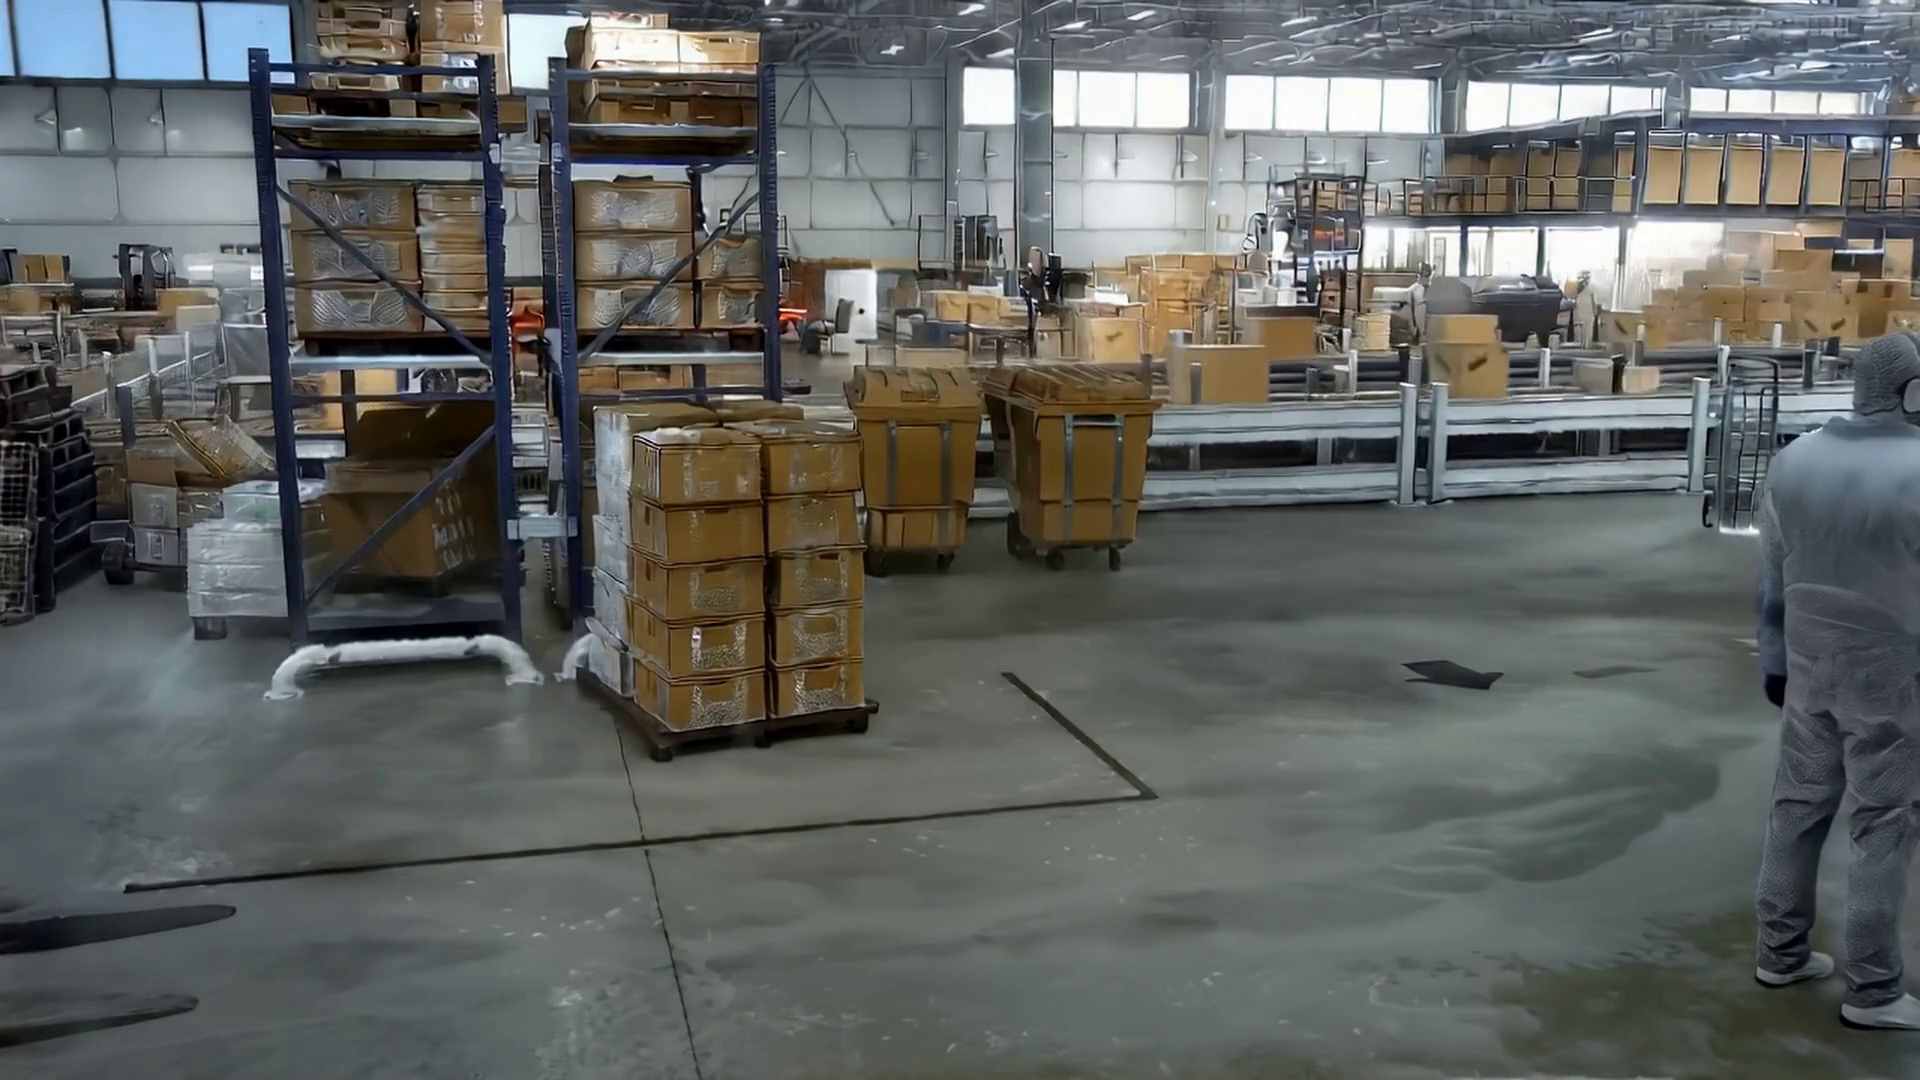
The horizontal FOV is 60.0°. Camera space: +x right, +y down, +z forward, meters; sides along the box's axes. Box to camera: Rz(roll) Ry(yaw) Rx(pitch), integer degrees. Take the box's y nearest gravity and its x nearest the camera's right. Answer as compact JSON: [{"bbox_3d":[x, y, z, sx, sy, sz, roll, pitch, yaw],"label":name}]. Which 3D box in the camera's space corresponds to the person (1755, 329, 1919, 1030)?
[{"bbox_3d":[2.503,0.378,4.570,0.407,1.906,0.655,-4,11,-21],"label":"person"}]

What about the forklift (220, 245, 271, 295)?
[{"bbox_3d":[-17.749,-6.334,41.440,1.157,1.987,2.680,-3,10,-17],"label":"forklift"}]

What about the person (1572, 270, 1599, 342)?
[{"bbox_3d":[11.193,-3.928,29.533,0.789,1.709,0.533,-1,10,-8],"label":"person"}]

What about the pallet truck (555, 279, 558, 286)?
[{"bbox_3d":[-10.604,-6.375,44.520,0.653,1.274,1.630,-3,10,-15],"label":"pallet truck"}]

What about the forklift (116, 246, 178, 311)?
[{"bbox_3d":[-19.966,-6.232,40.894,1.157,1.987,2.680,-3,10,-15],"label":"forklift"}]

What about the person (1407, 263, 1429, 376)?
[{"bbox_3d":[7.034,-3.305,25.528,0.324,1.871,0.526,5,11,25],"label":"person"}]
